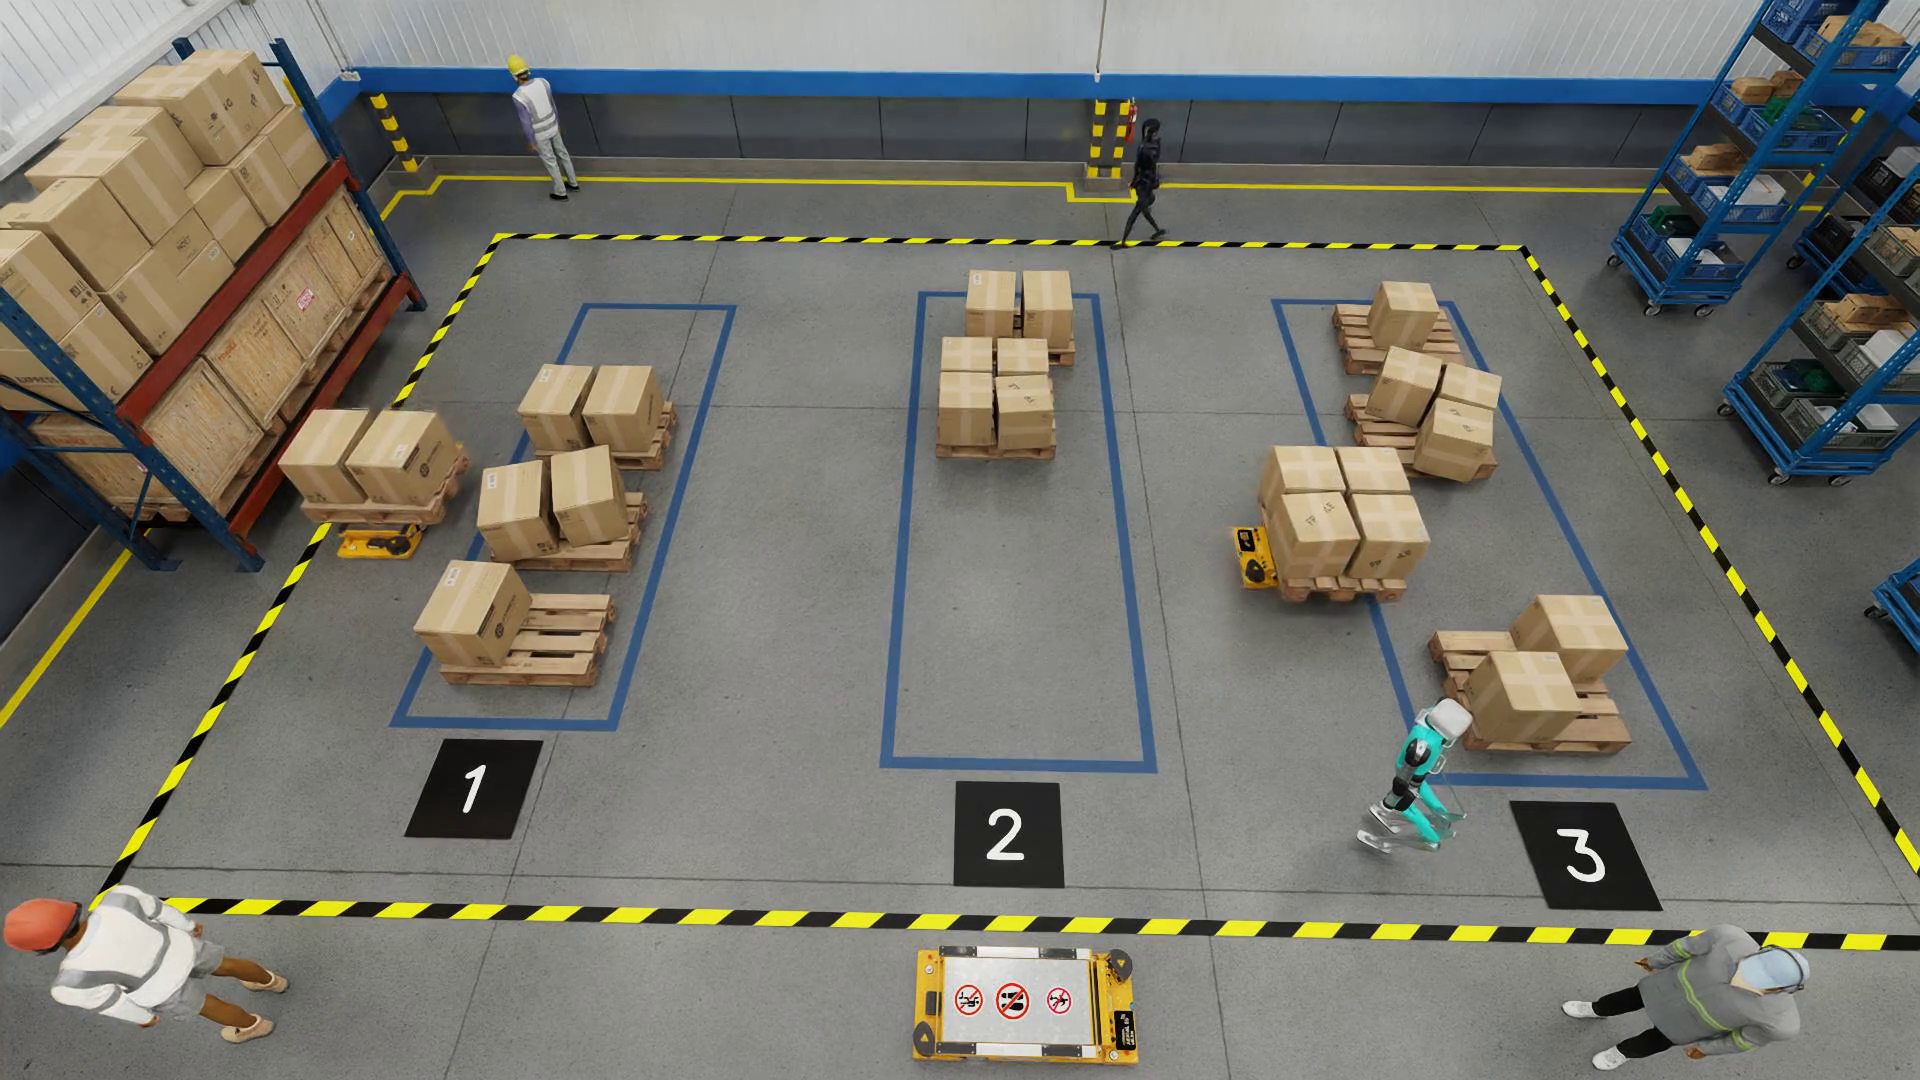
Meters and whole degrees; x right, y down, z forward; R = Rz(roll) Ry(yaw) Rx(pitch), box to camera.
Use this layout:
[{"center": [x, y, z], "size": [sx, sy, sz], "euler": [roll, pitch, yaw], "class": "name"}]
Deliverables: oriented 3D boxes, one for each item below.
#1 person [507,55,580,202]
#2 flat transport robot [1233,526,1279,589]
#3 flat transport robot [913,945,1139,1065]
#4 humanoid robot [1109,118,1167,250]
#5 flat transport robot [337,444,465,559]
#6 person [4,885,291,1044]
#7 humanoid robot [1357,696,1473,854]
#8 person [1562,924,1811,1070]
[{"center": [-5.366, -5.260, 11.769], "size": [0.404, 1.824, 0.586], "euler": [20, 54, 16], "class": "person"}, {"center": [3.277, 0.132, 8.360], "size": [1.431, 0.197, 0.652], "euler": [1, 51, 1], "class": "flat transport robot"}, {"center": [0.422, 3.041, 6.007], "size": [1.431, 0.231, 0.659], "euler": [1, 51, 1], "class": "flat transport robot"}, {"center": [2.290, -4.302, 11.114], "size": [0.752, 1.638, 0.601], "euler": [-7, 51, -6], "class": "humanoid robot"}, {"center": [-5.379, -0.432, 8.820], "size": [0.652, 0.197, 1.431], "euler": [1, 51, 1], "class": "flat transport robot"}, {"center": [-4.646, 2.487, 5.313], "size": [0.366, 2.048, 0.606], "euler": [-2, 51, -1], "class": "person"}, {"center": [3.143, 1.683, 6.079], "size": [0.735, 1.677, 0.533], "euler": [35, 59, 25], "class": "humanoid robot"}, {"center": [4.181, 2.670, 5.288], "size": [0.381, 1.852, 0.589], "euler": [-7, 51, -6], "class": "person"}]
